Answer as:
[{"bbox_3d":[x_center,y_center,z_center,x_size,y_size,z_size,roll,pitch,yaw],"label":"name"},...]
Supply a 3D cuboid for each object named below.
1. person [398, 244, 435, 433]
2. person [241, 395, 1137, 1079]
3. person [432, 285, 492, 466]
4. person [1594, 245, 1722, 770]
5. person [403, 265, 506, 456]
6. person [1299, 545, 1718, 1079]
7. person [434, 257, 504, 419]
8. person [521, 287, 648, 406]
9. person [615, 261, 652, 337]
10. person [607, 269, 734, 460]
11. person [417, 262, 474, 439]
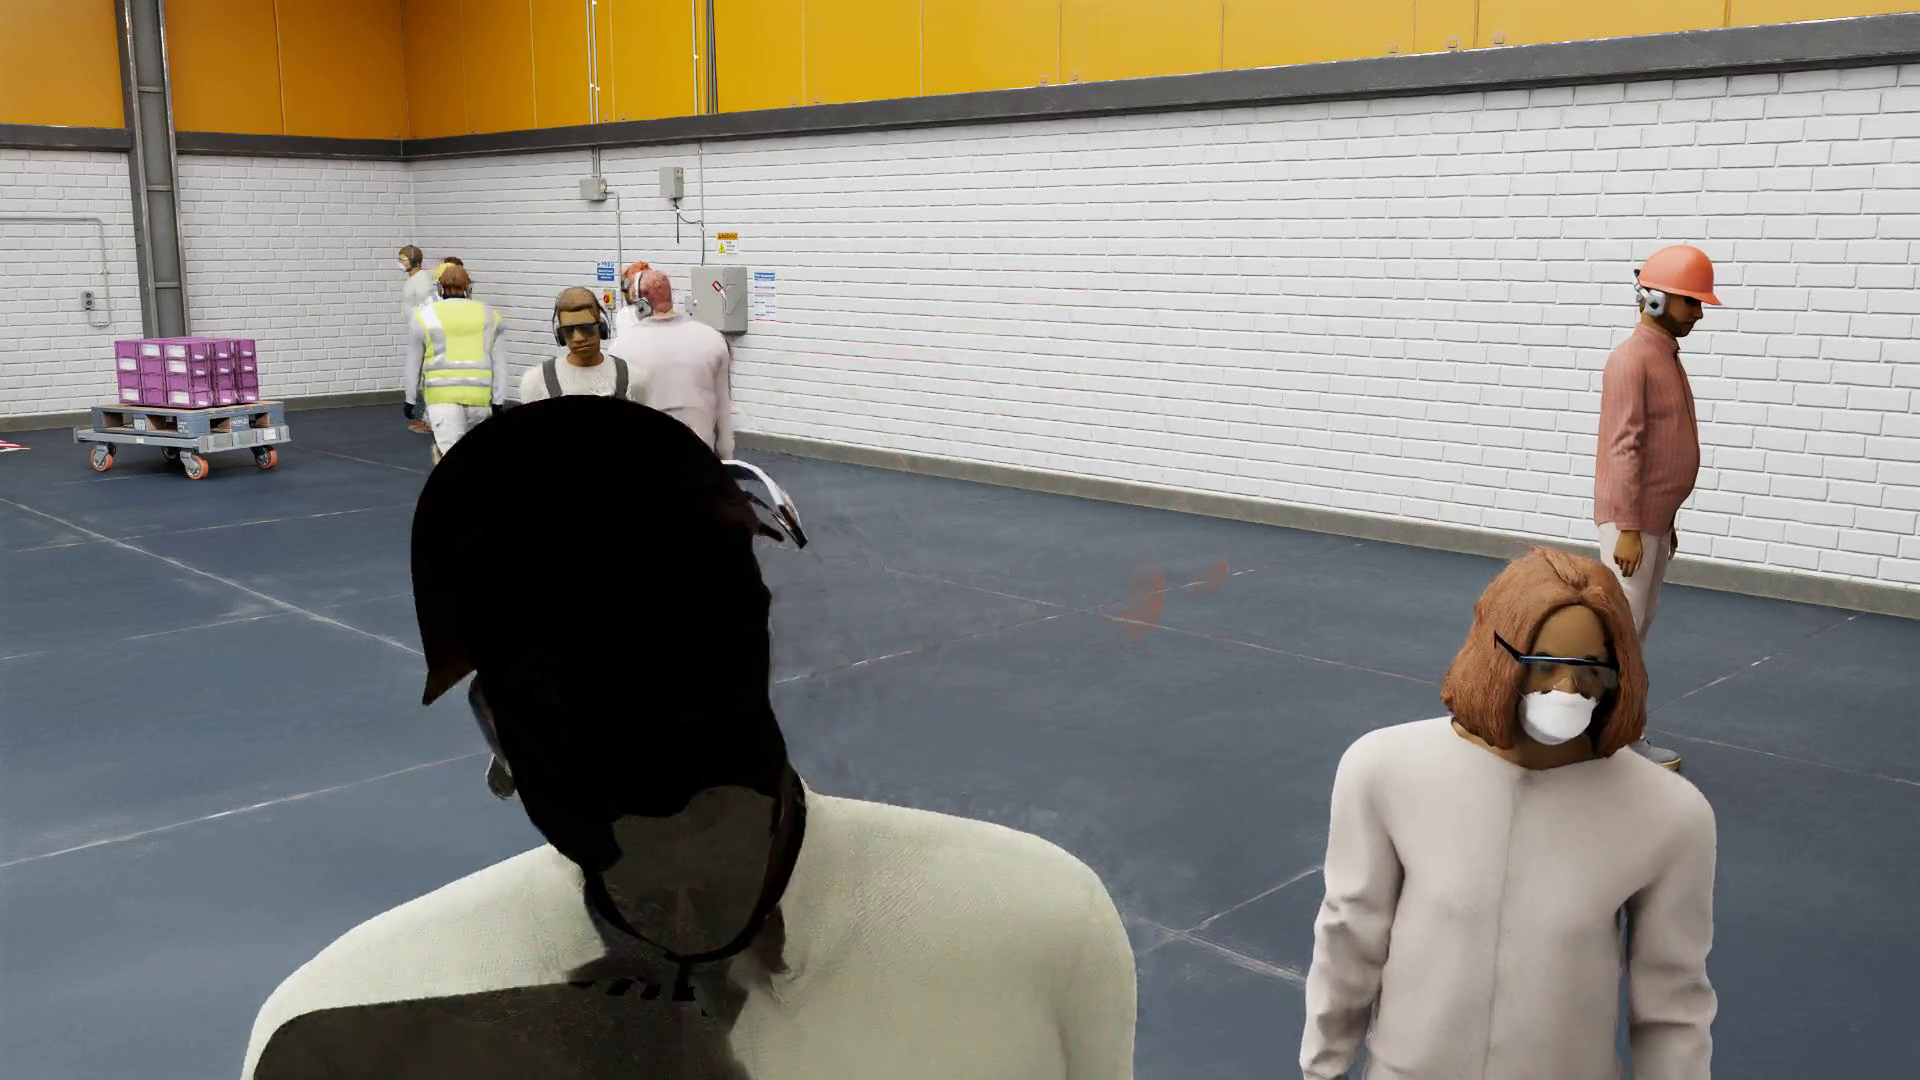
[{"bbox_3d":[-5.537,-2.061,17.100,0.384,1.931,0.648,-4,11,-23],"label":"person"},{"bbox_3d":[-0.084,0.838,1.245,0.775,1.945,0.480,-4,11,-19],"label":"person"},{"bbox_3d":[-4.134,-1.317,13.720,0.599,1.678,0.535,10,15,44],"label":"person"},{"bbox_3d":[2.534,-0.080,6.132,0.393,1.985,0.611,7,12,34],"label":"person"},{"bbox_3d":[-3.495,-0.970,11.449,0.635,1.812,0.754,-7,13,-35],"label":"person"},{"bbox_3d":[0.736,0.801,2.303,0.549,1.621,0.494,3,11,15],"label":"person"},{"bbox_3d":[-5.469,-2.200,18.246,0.932,1.778,0.732,0,10,1],"label":"person"},{"bbox_3d":[-1.481,-0.101,6.709,0.516,1.822,0.412,-3,11,-16],"label":"person"},{"bbox_3d":[-1.956,-0.880,10.866,0.625,1.853,0.648,4,11,19],"label":"person"},{"bbox_3d":[-1.428,-0.426,8.354,0.653,1.858,0.911,-4,11,-20],"label":"person"},{"bbox_3d":[-4.908,-1.777,15.973,0.592,1.776,0.955,-7,13,-34],"label":"person"}]
